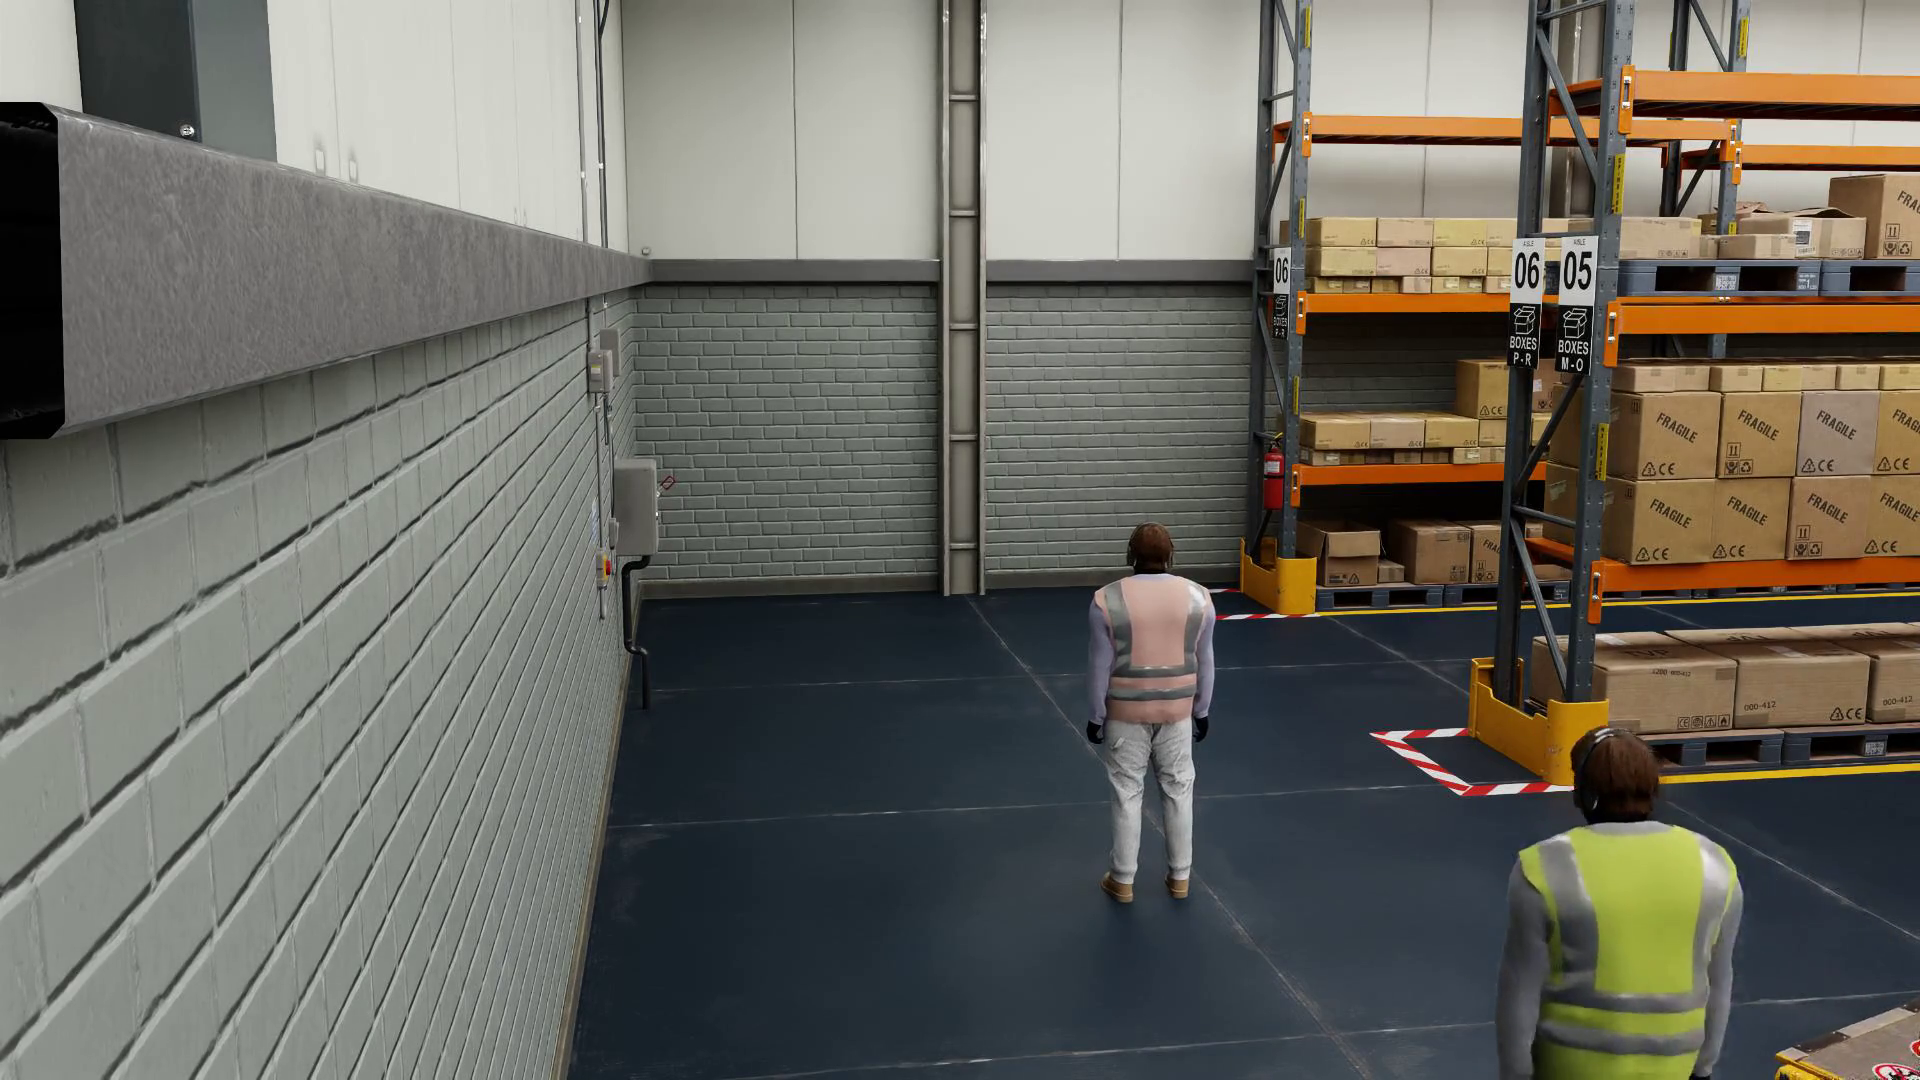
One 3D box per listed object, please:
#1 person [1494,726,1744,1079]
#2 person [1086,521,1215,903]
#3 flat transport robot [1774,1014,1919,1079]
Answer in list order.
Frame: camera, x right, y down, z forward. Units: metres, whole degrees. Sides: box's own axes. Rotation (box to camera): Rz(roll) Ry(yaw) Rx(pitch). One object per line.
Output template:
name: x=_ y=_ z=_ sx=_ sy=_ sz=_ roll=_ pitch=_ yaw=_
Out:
person: x=1.754 y=1.422 z=4.401 sx=0.641 sy=1.826 sz=0.649 roll=0 pitch=9 yaw=-3
person: x=0.905 y=0.826 z=8.016 sx=0.633 sy=1.841 sz=0.429 roll=-1 pitch=9 yaw=-9
flat transport robot: x=3.476 y=1.946 z=5.935 sx=1.431 sy=0.197 sz=0.652 roll=-5 pitch=11 yaw=-30
